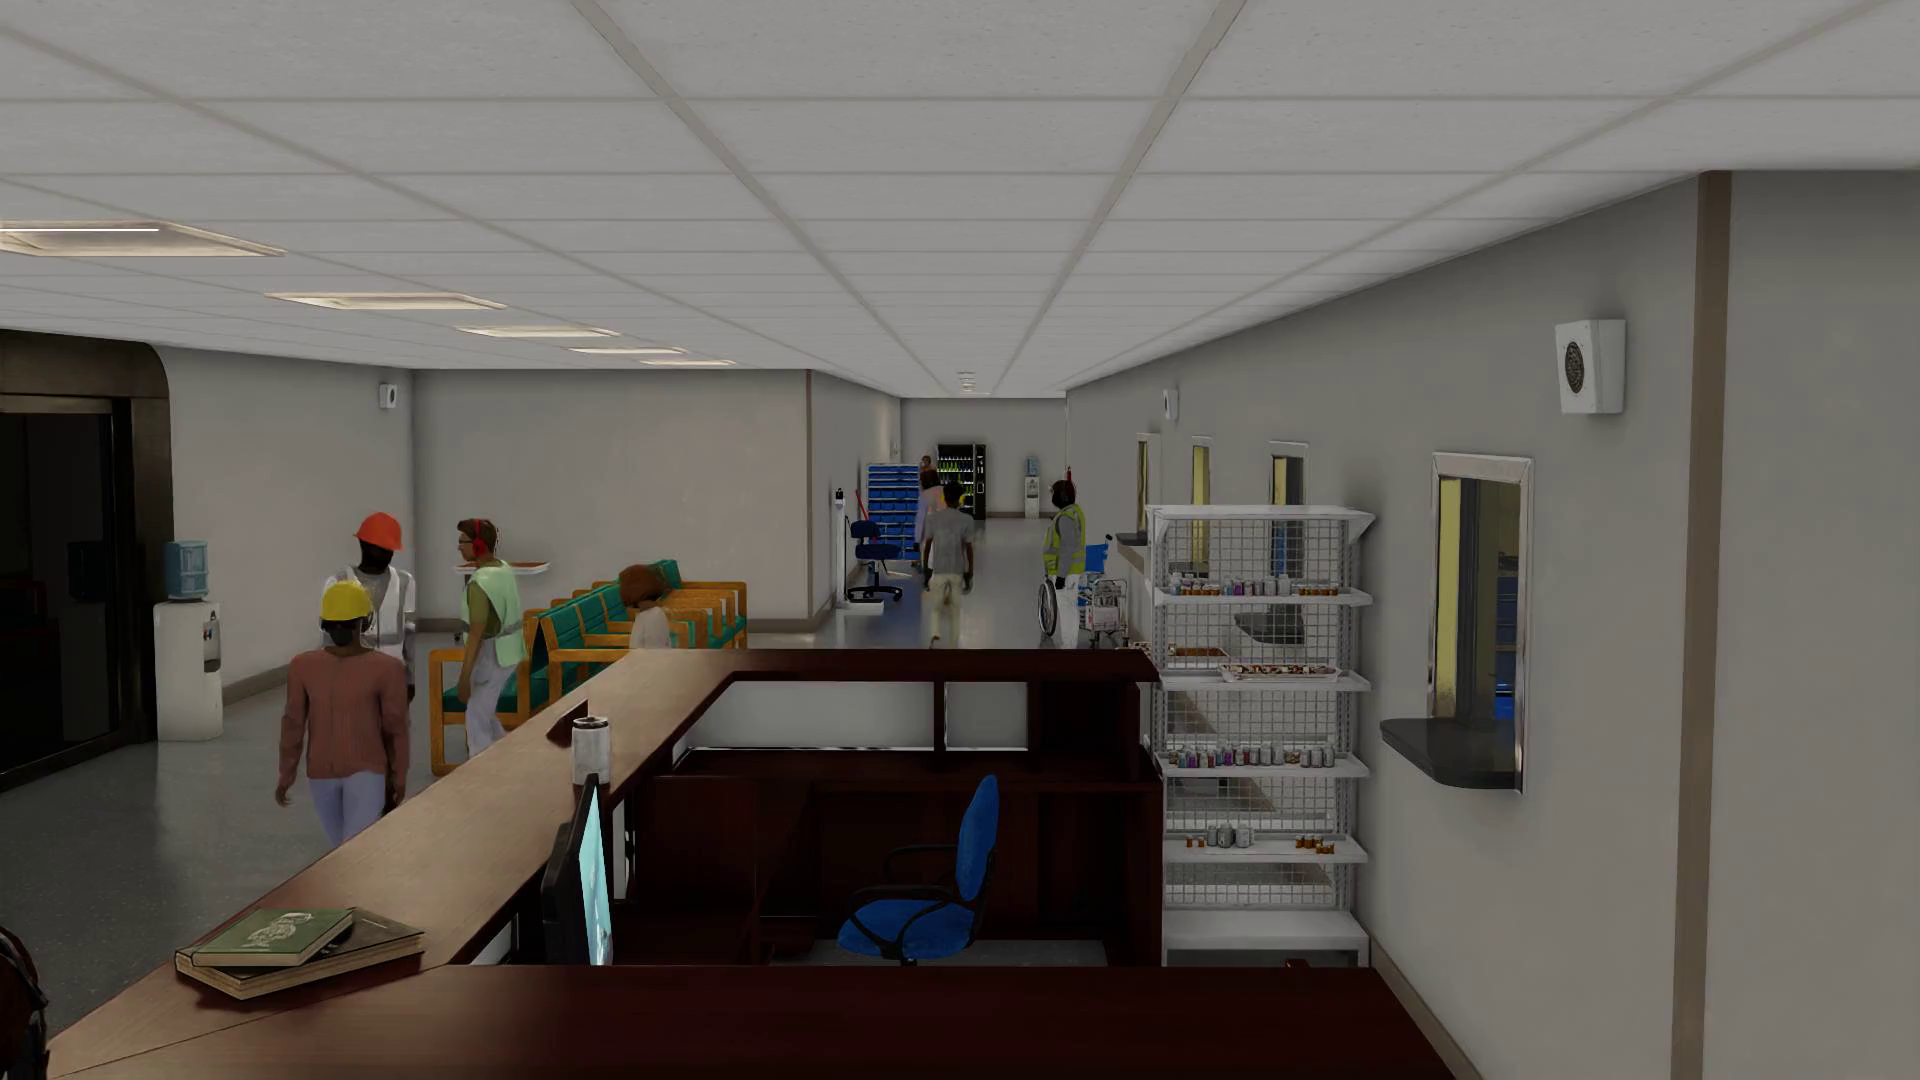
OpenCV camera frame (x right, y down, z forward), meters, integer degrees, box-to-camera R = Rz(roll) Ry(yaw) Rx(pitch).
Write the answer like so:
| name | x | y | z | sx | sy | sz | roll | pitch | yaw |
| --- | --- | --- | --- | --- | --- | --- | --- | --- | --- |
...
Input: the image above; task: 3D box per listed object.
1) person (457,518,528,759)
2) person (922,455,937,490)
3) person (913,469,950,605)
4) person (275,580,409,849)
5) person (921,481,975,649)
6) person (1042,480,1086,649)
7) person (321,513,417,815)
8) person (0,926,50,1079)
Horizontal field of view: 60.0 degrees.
| name | x | y | z | sx | sy | sz | roll | pitch | yaw |
| --- | --- | --- | --- | --- | --- | --- | --- | --- | --- |
| person | -2.915 | 0.777 | 10.206 | 0.480 | 1.834 | 0.620 | 0 | 4 | 2 |
| person | -0.776 | -1.198 | 39.403 | 0.520 | 1.625 | 0.319 | 2 | 4 | 24 |
| person | -0.266 | -0.018 | 21.583 | 0.573 | 1.806 | 0.678 | 4 | 6 | 45 |
| person | -2.745 | 1.030 | 7.483 | 0.525 | 1.726 | 0.916 | 0 | 4 | 4 |
| person | -0.126 | 0.339 | 16.288 | 0.537 | 1.841 | 0.564 | 1 | 4 | 7 |
| person | 1.039 | 0.321 | 16.608 | 0.429 | 1.839 | 0.623 | 1 | 4 | 10 |
| person | -3.388 | 0.796 | 9.607 | 0.590 | 1.883 | 0.874 | -3 | 5 | -35 |
| person | -1.198 | 1.365 | 1.989 | 0.625 | 1.838 | 0.430 | -2 | 5 | -29 |
